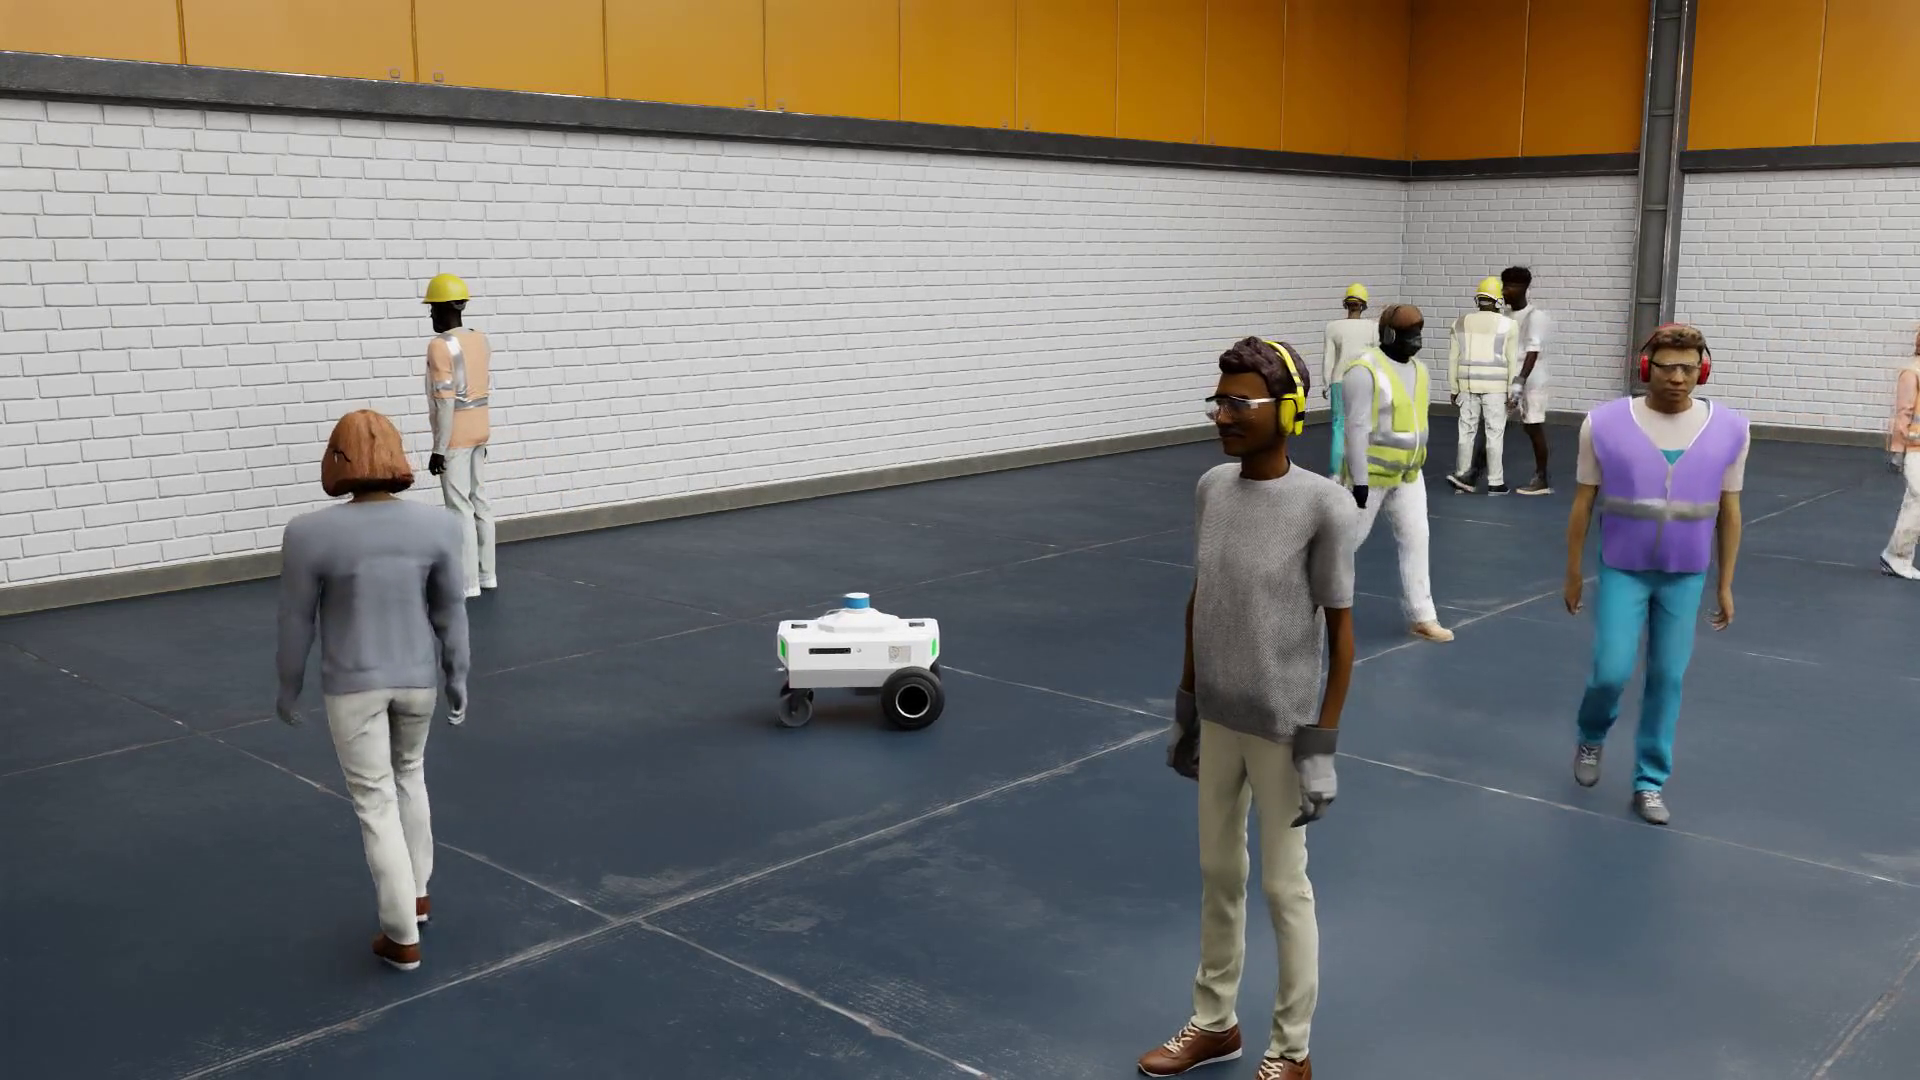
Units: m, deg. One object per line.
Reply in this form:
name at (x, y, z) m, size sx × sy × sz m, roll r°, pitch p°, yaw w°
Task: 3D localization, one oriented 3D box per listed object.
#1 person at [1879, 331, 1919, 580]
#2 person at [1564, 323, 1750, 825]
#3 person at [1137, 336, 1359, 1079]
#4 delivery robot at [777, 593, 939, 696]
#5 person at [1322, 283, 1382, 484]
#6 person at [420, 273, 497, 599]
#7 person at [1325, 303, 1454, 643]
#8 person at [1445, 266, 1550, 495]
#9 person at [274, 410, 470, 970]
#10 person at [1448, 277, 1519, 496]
person at (5.992, -0.542, 10.335) m, size 0.538 × 1.623 × 0.382 m, roll -7°, pitch 12°, yaw -35°
person at (2.503, 0.120, 6.042) m, size 0.572 × 1.820 × 0.522 m, roll 1°, pitch 10°, yaw 8°
person at (0.698, 0.452, 3.992) m, size 0.327 × 1.874 × 0.518 m, roll -8°, pitch 13°, yaw -38°
delivery robot at (-0.450, 0.476, 7.329) m, size 0.707 × 0.478 × 0.477 m, roll -1°, pitch 10°, yaw -3°
person at (3.458, -1.369, 14.657) m, size 0.533 × 1.767 × 0.326 m, roll 3°, pitch 10°, yaw 15°
person at (-2.985, -0.608, 9.863) m, size 0.371 × 1.925 × 0.595 m, roll 2°, pitch 10°, yaw 10°
person at (2.236, -0.378, 8.970) m, size 0.635 × 1.800 × 0.916 m, roll -7°, pitch 12°, yaw -33°
person at (4.591, -1.318, 13.920) m, size 0.929 × 1.917 × 0.614 m, roll -4°, pitch 11°, yaw -20°
person at (-1.741, 0.425, 4.898) m, size 0.504 × 1.610 × 0.631 m, roll -8°, pitch 13°, yaw -40°
person at (4.424, -1.289, 14.014) m, size 0.600 × 1.829 × 0.404 m, roll 7°, pitch 12°, yaw 35°
